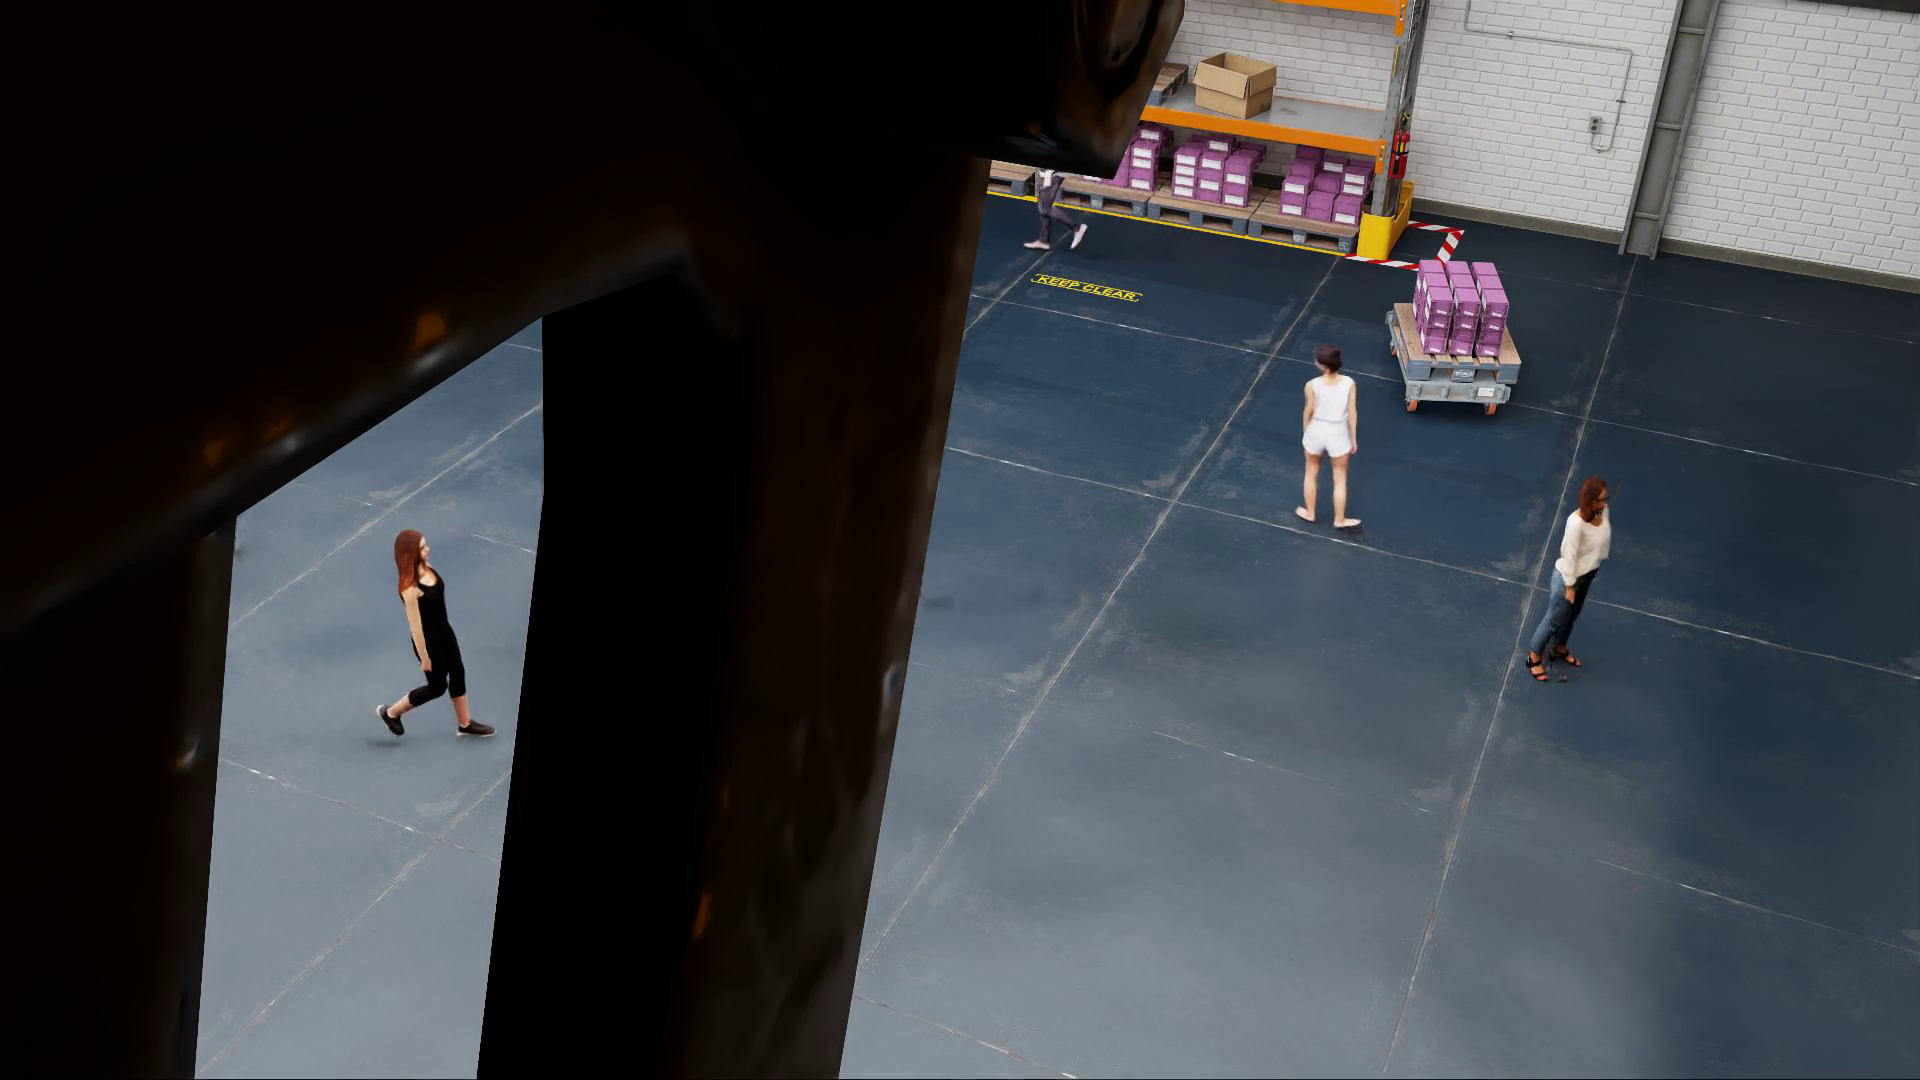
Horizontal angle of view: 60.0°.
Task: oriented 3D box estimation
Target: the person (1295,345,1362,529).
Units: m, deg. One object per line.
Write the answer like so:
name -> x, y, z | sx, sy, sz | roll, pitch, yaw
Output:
person -> 3.046, -0.834, 13.557 | 0.537, 1.620, 0.849 | 14, 36, 20

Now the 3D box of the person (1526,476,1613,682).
person -> 4.412, 0.234, 11.902 | 0.668, 1.673, 0.705 | 23, 40, 31

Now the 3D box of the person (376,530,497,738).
person -> -3.632, 0.680, 11.201 | 1.066, 1.708, 0.835 | 0, 34, 0
